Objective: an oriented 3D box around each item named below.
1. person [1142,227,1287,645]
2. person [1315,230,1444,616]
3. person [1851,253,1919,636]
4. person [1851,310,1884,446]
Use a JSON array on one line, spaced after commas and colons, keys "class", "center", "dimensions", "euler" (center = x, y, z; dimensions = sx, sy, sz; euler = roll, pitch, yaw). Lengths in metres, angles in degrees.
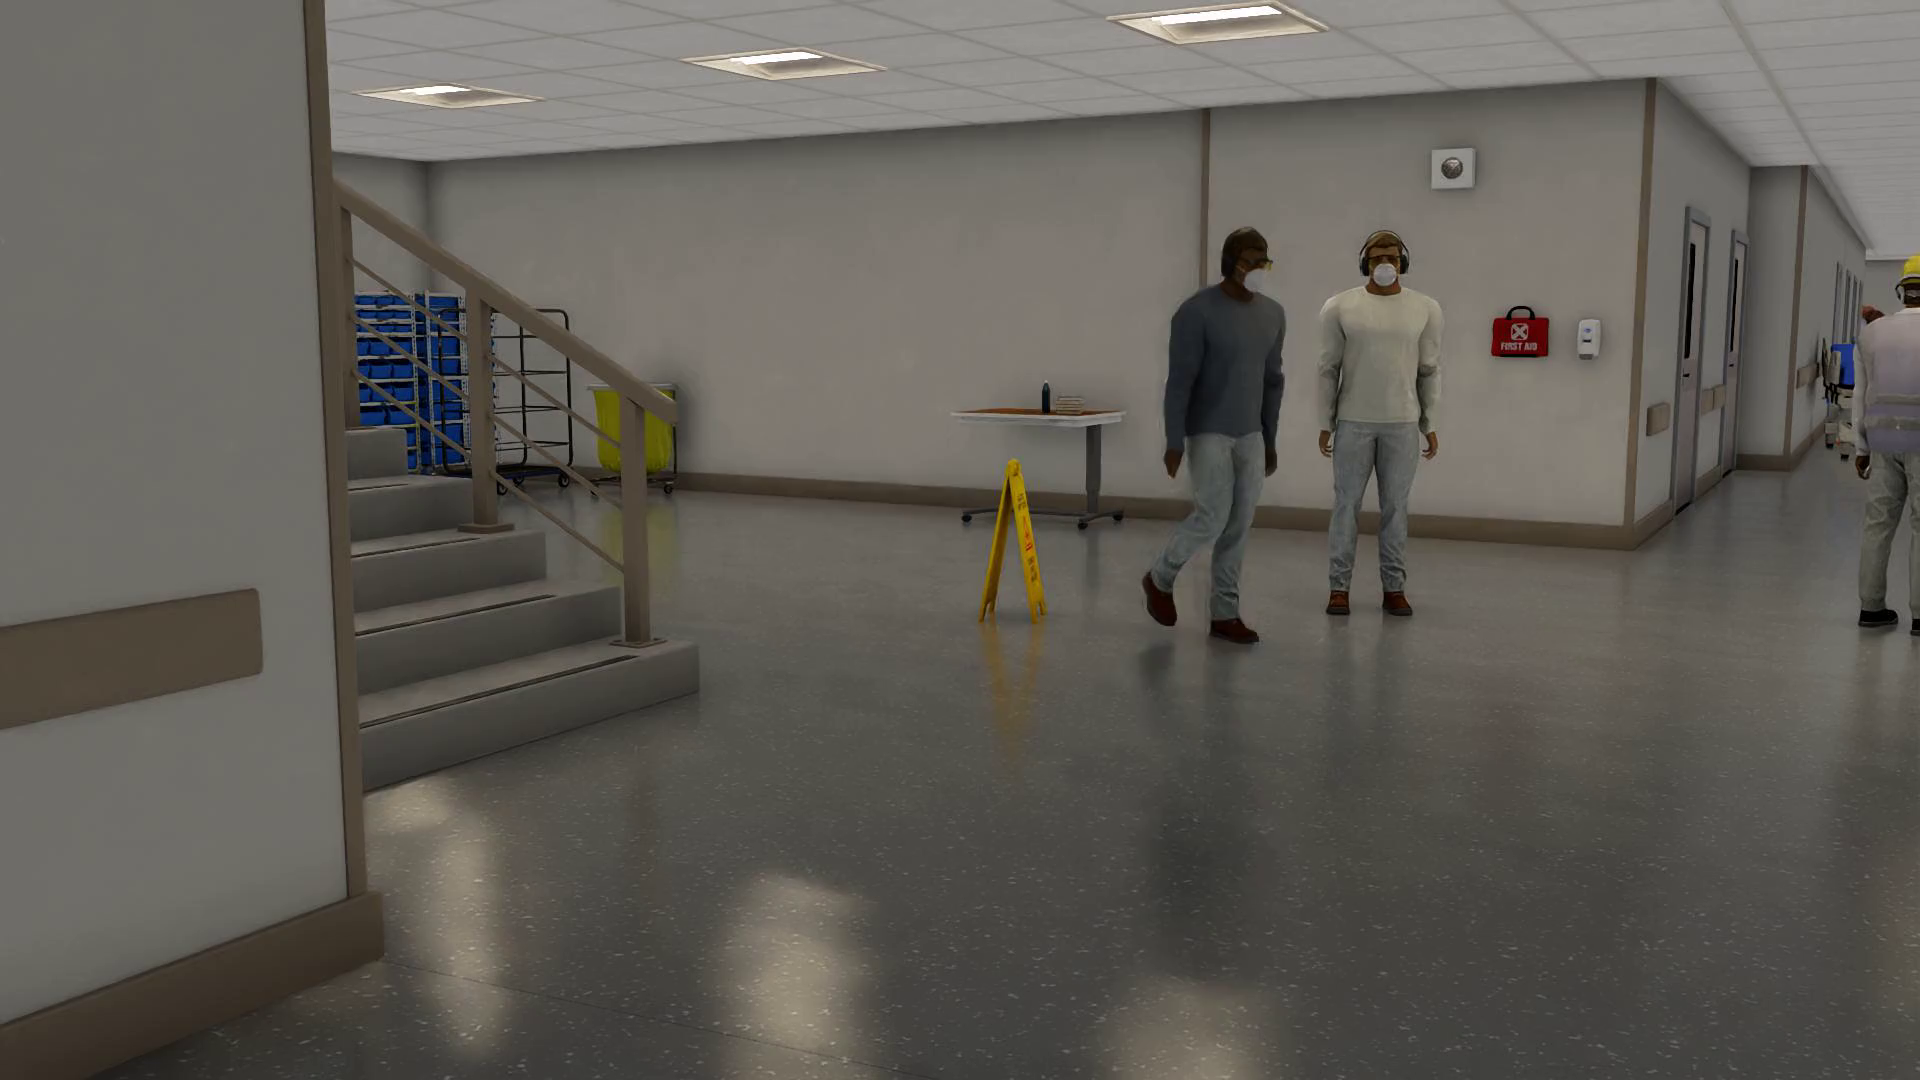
[{"class": "person", "center": [1.181, -0.471, 7.689], "dimensions": [0.640, 1.916, 0.596], "euler": [-5, 9, -35]}, {"class": "person", "center": [2.113, -0.581, 8.411], "dimensions": [0.627, 1.940, 0.372], "euler": [1, 7, 5]}, {"class": "person", "center": [4.542, -0.456, 7.913], "dimensions": [0.403, 1.824, 0.590], "euler": [-4, 9, -30]}, {"class": "person", "center": [10.901, -1.926, 19.887], "dimensions": [0.521, 1.645, 0.307], "euler": [1, 8, 10]}]
